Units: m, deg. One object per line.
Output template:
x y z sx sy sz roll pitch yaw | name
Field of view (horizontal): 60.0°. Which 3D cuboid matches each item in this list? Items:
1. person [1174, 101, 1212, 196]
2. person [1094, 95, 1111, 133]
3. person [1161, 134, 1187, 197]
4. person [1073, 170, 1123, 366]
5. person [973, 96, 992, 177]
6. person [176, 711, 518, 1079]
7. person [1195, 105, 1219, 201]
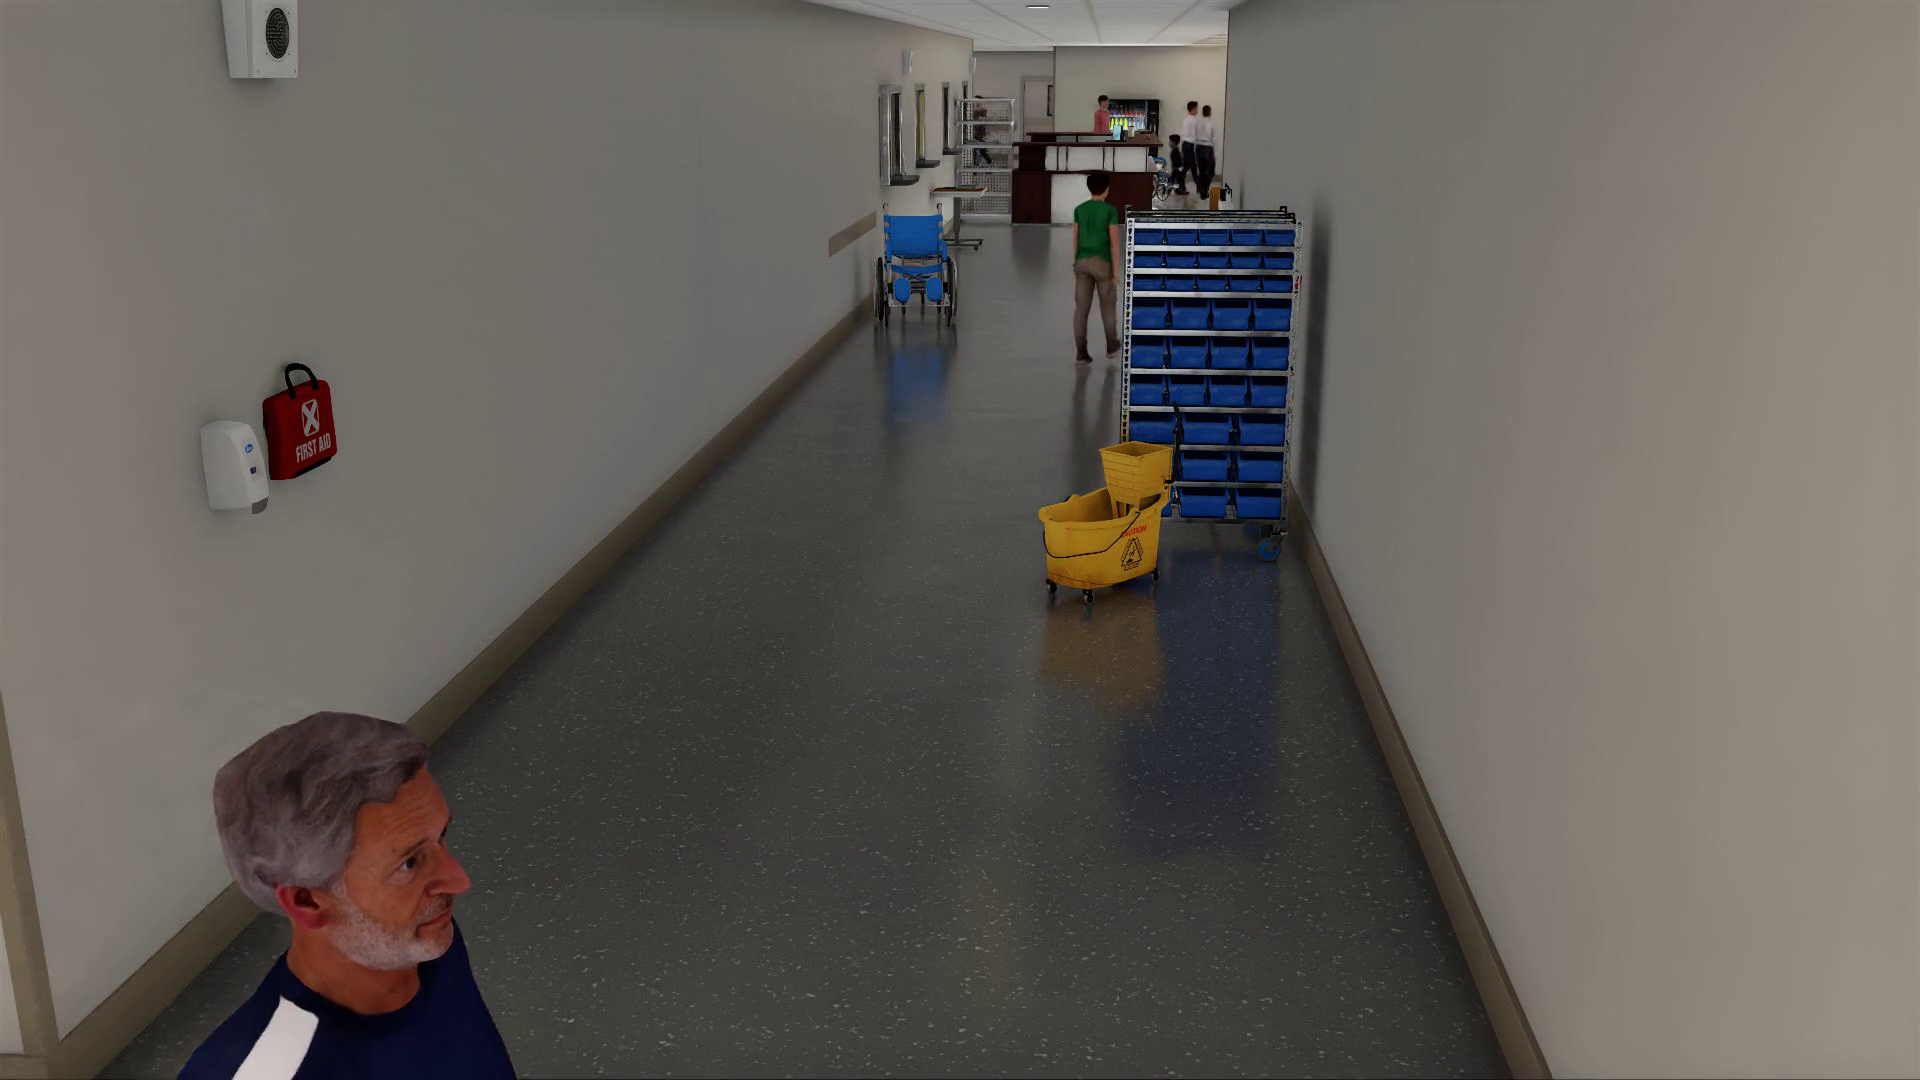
4.539 -7.904 33.620 1.085 1.844 0.749 -3 16 -9 | person
3.001 -8.443 35.321 0.715 1.959 0.716 11 19 34 | person
4.361 -7.445 33.113 0.786 1.196 0.624 7 17 22 | person
1.110 -2.282 14.082 1.031 1.624 0.903 7 17 22 | person
0.476 -9.656 39.794 1.132 1.866 1.076 12 19 35 | person
-0.713 1.040 1.950 1.062 1.814 0.635 2 16 6 | person
4.734 -7.506 32.286 0.842 1.802 0.885 10 19 31 | person
